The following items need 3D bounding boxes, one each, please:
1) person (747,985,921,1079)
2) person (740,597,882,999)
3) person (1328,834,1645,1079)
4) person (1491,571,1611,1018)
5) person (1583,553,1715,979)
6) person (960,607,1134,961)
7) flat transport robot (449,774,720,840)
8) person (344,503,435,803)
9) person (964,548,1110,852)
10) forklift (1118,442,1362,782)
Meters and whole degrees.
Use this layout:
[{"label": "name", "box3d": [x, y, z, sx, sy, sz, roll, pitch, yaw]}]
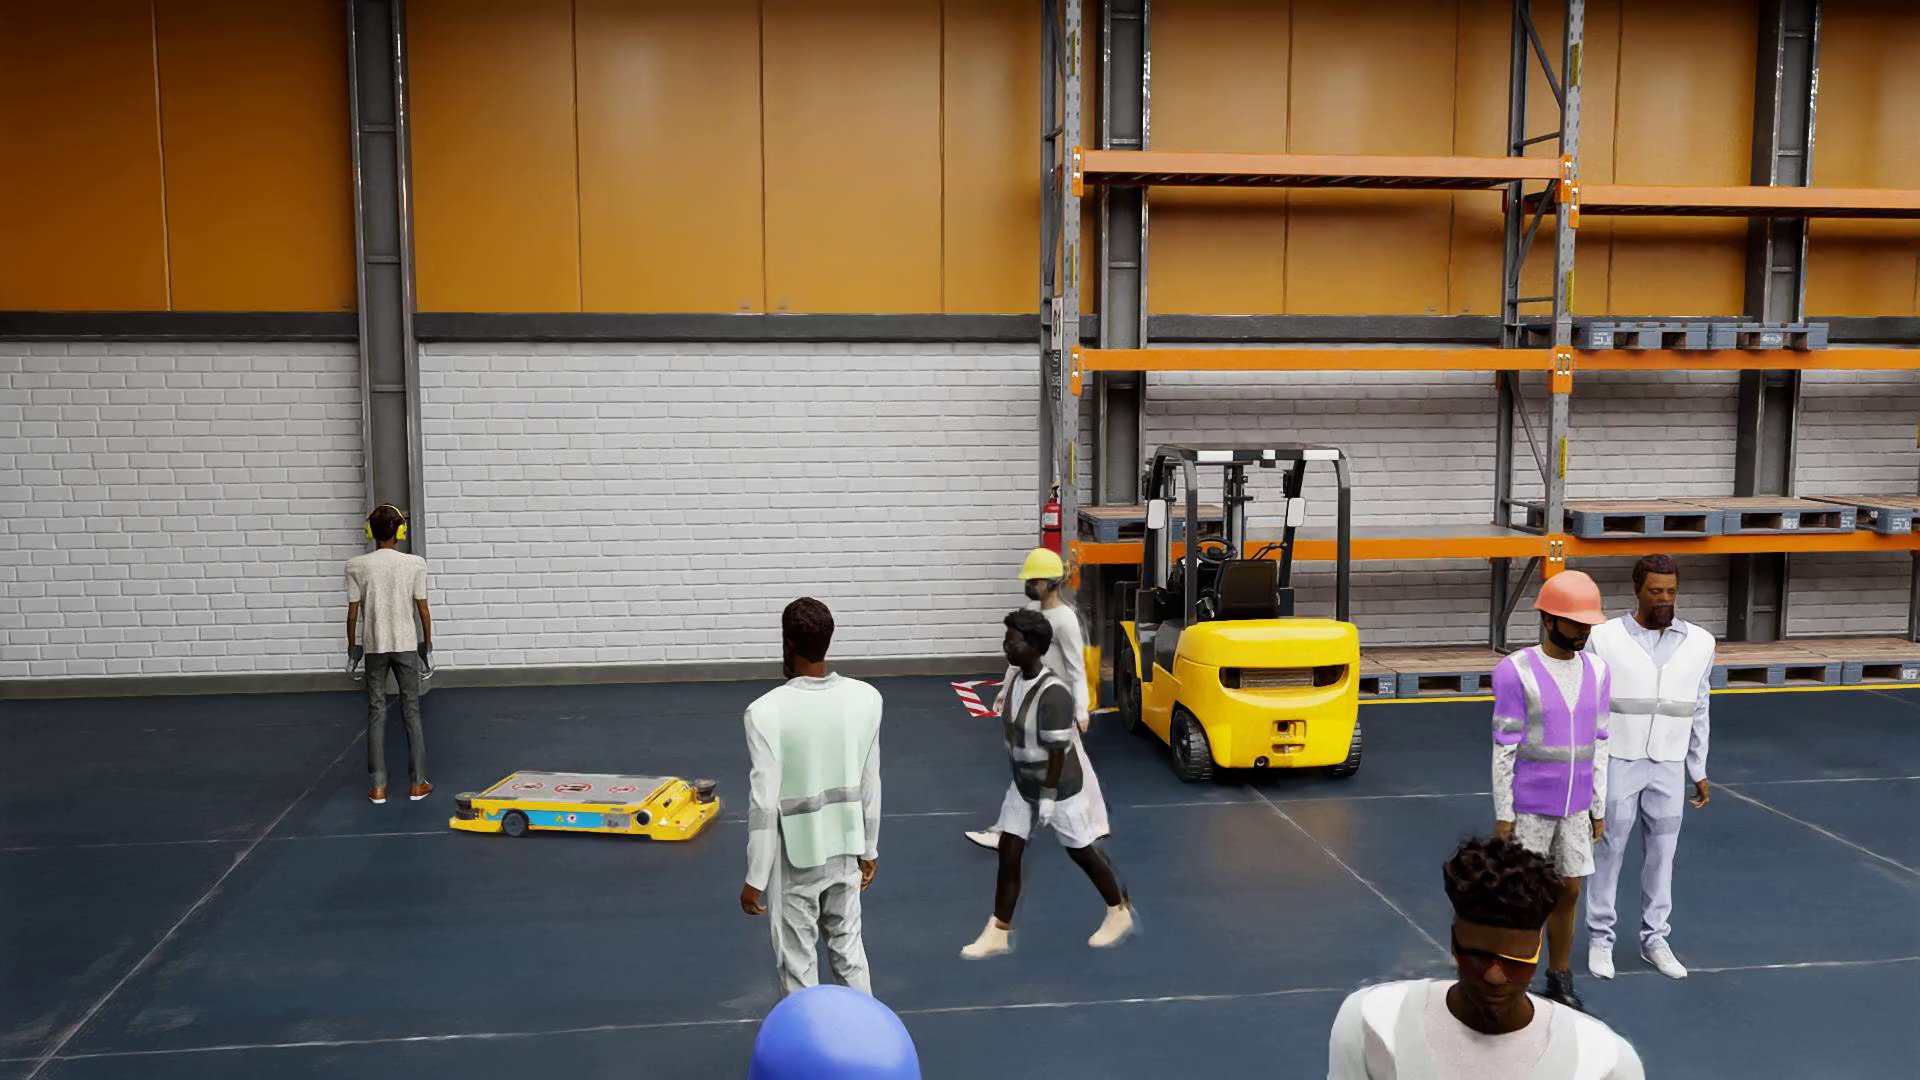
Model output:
[{"label": "person", "box3d": [-0.133, 1.586, 2.394, 0.415, 1.939, 0.605, 4, 8, 31]}, {"label": "person", "box3d": [-0.533, 1.167, 6.135, 0.598, 1.917, 0.375, -6, 9, -42]}, {"label": "person", "box3d": [1.036, 1.494, 3.353, 0.605, 1.916, 1.043, 3, 7, 27]}, {"label": "person", "box3d": [2.454, 1.080, 6.866, 0.547, 1.929, 0.388, -2, 7, -15]}, {"label": "person", "box3d": [3.086, 1.009, 7.511, 0.591, 1.922, 0.392, 0, 7, 1]}, {"label": "person", "box3d": [0.449, 1.119, 7.712, 0.845, 1.653, 0.540, -3, 7, -28]}, {"label": "flat transport robot", "box3d": [-2.204, 1.560, 9.838, 1.431, 0.197, 0.652, 1, 7, 8]}, {"label": "person", "box3d": [-3.565, 0.705, 10.398, 0.535, 1.868, 0.309, -2, 7, -16]}, {"label": "person", "box3d": [0.457, 0.904, 9.330, 0.953, 1.715, 0.525, -2, 7, -18]}, {"label": "forklift", "box3d": [1.912, 0.418, 11.496, 1.214, 2.155, 2.313, -1, 7, -8]}]
